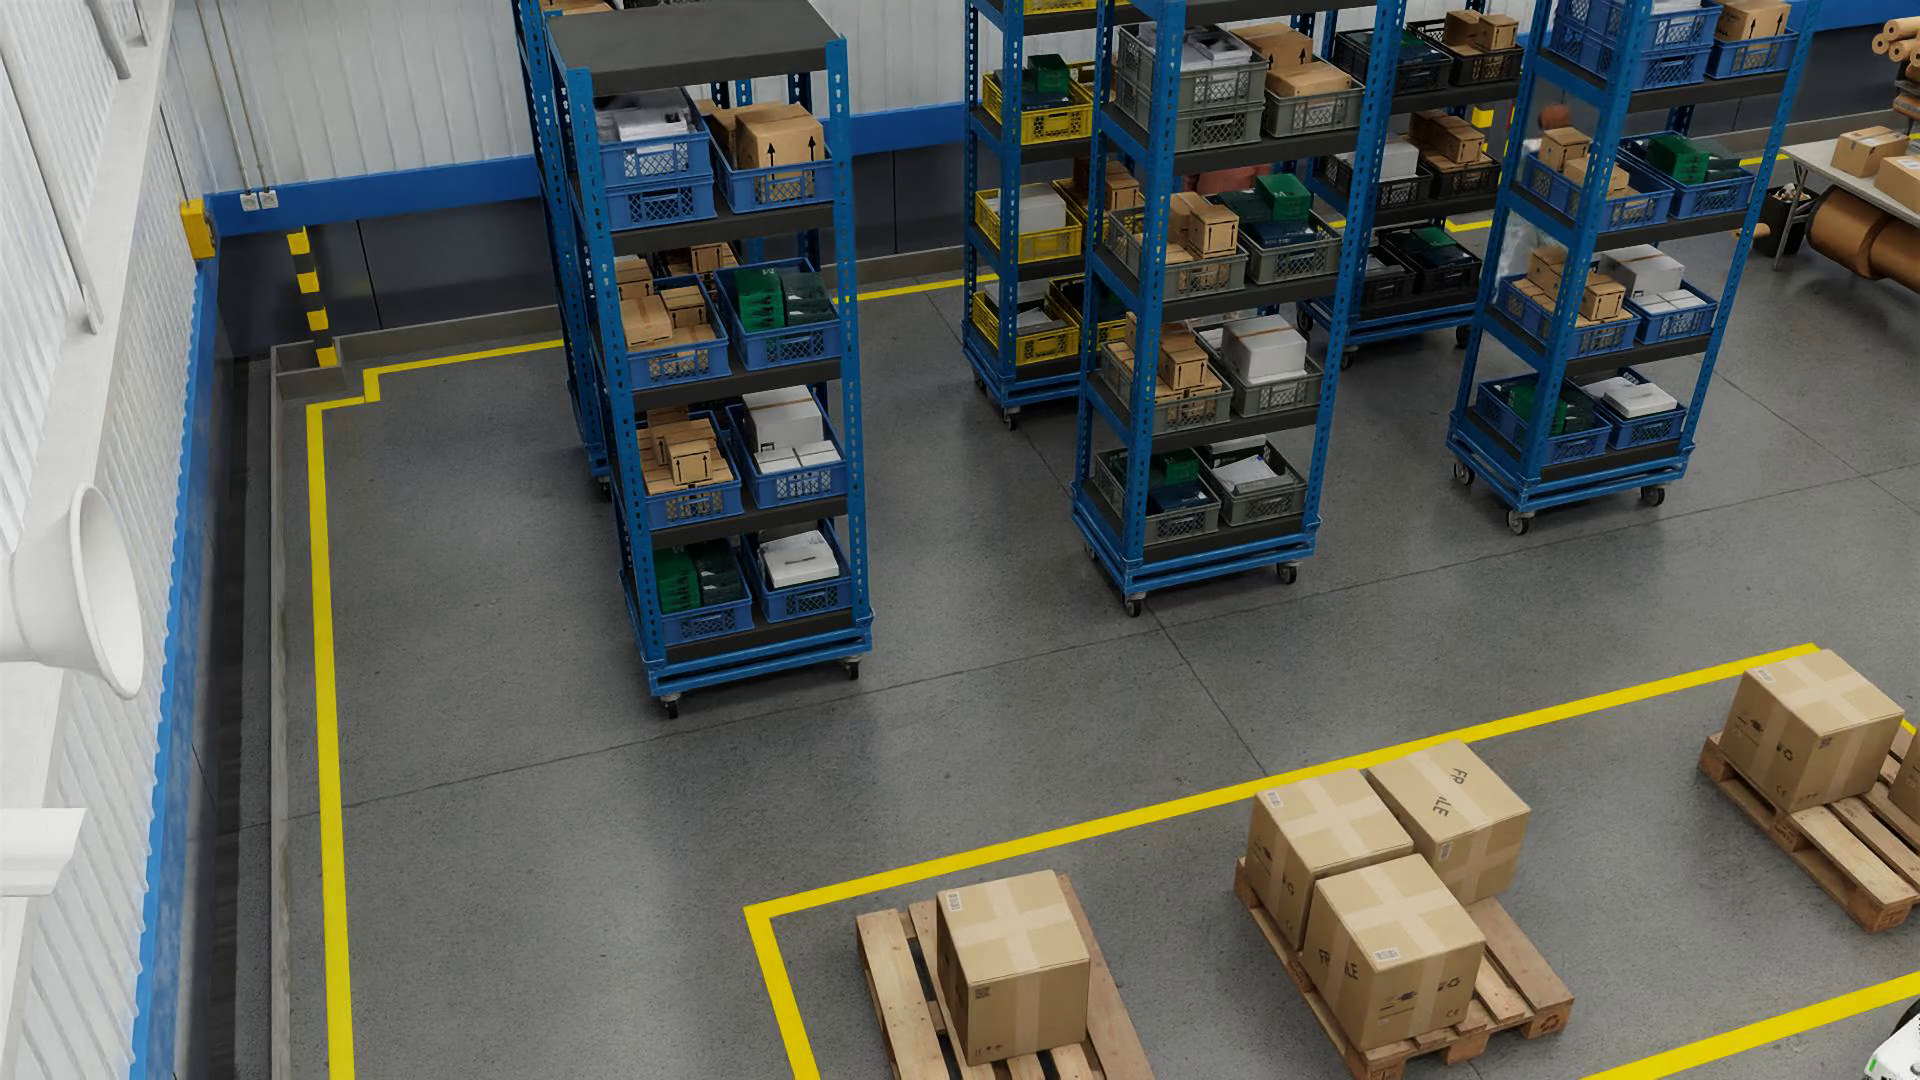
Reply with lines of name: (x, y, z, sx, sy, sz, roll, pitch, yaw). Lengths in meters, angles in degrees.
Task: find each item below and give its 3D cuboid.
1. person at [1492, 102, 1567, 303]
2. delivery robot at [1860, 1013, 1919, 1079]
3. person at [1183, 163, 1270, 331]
person: (4.292, -2.433, 12.342, 0.696, 1.600, 0.471, -1, 35, -1)
delivery robot: (4.004, 2.093, 6.741, 0.707, 0.478, 0.477, -22, 41, -28)
person: (1.826, -2.202, 11.667, 0.614, 1.997, 0.374, 18, 39, 24)
